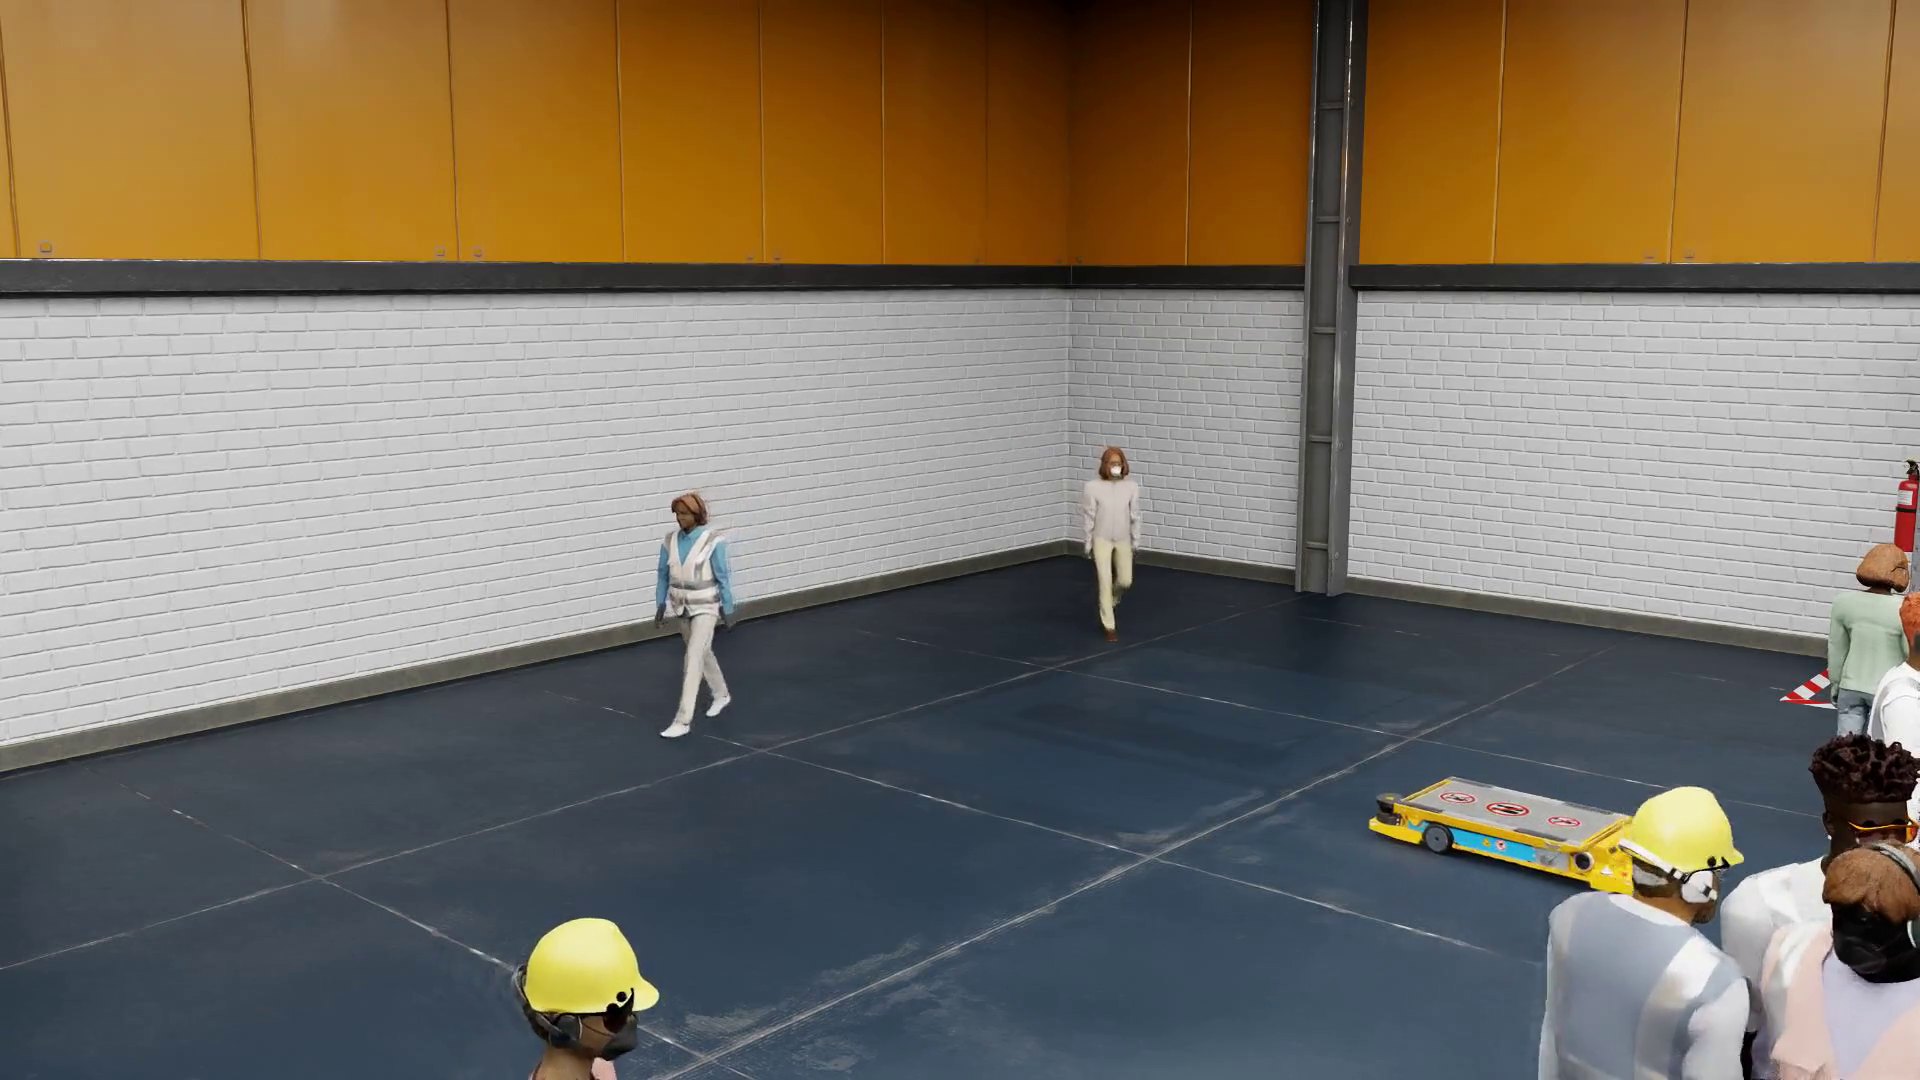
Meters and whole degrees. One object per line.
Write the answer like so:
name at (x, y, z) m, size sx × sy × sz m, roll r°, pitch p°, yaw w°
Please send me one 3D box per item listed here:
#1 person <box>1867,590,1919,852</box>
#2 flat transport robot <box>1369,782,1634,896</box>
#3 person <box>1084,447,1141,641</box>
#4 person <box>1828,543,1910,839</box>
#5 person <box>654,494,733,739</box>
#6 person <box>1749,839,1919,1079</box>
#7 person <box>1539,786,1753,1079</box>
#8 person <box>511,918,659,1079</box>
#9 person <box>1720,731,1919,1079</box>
person at (3.525, 1.116, 6.203) m, size 0.352 × 1.881 × 0.576 m, roll 6°, pitch 11°, yaw 31°
flat transport robot at (2.949, 1.519, 8.718) m, size 1.431 × 0.197 × 0.652 m, roll 8°, pitch 12°, yaw 42°
person at (1.259, 0.022, 13.957) m, size 0.499 × 1.604 × 0.523 m, roll -2°, pitch 9°, yaw -12°
person at (4.842, 0.833, 8.808) m, size 0.280 × 1.618 × 0.495 m, roll -6°, pitch 11°, yaw -31°
person at (-1.771, 0.471, 11.161) m, size 0.532 × 1.594 × 0.872 m, roll 5°, pitch 10°, yaw 30°
person at (2.038, 1.540, 3.740) m, size 0.467 × 1.834 × 0.637 m, roll -7°, pitch 11°, yaw -37°
person at (1.596, 1.493, 4.095) m, size 0.707 × 1.810 × 0.606 m, roll -4°, pitch 10°, yaw -22°
person at (-0.752, 1.620, 3.414) m, size 0.364 × 1.753 × 0.544 m, roll 0°, pitch 9°, yaw -1°
person at (2.119, 1.419, 4.038) m, size 0.607 × 1.965 × 0.367 m, roll -1°, pitch 9°, yaw -9°
